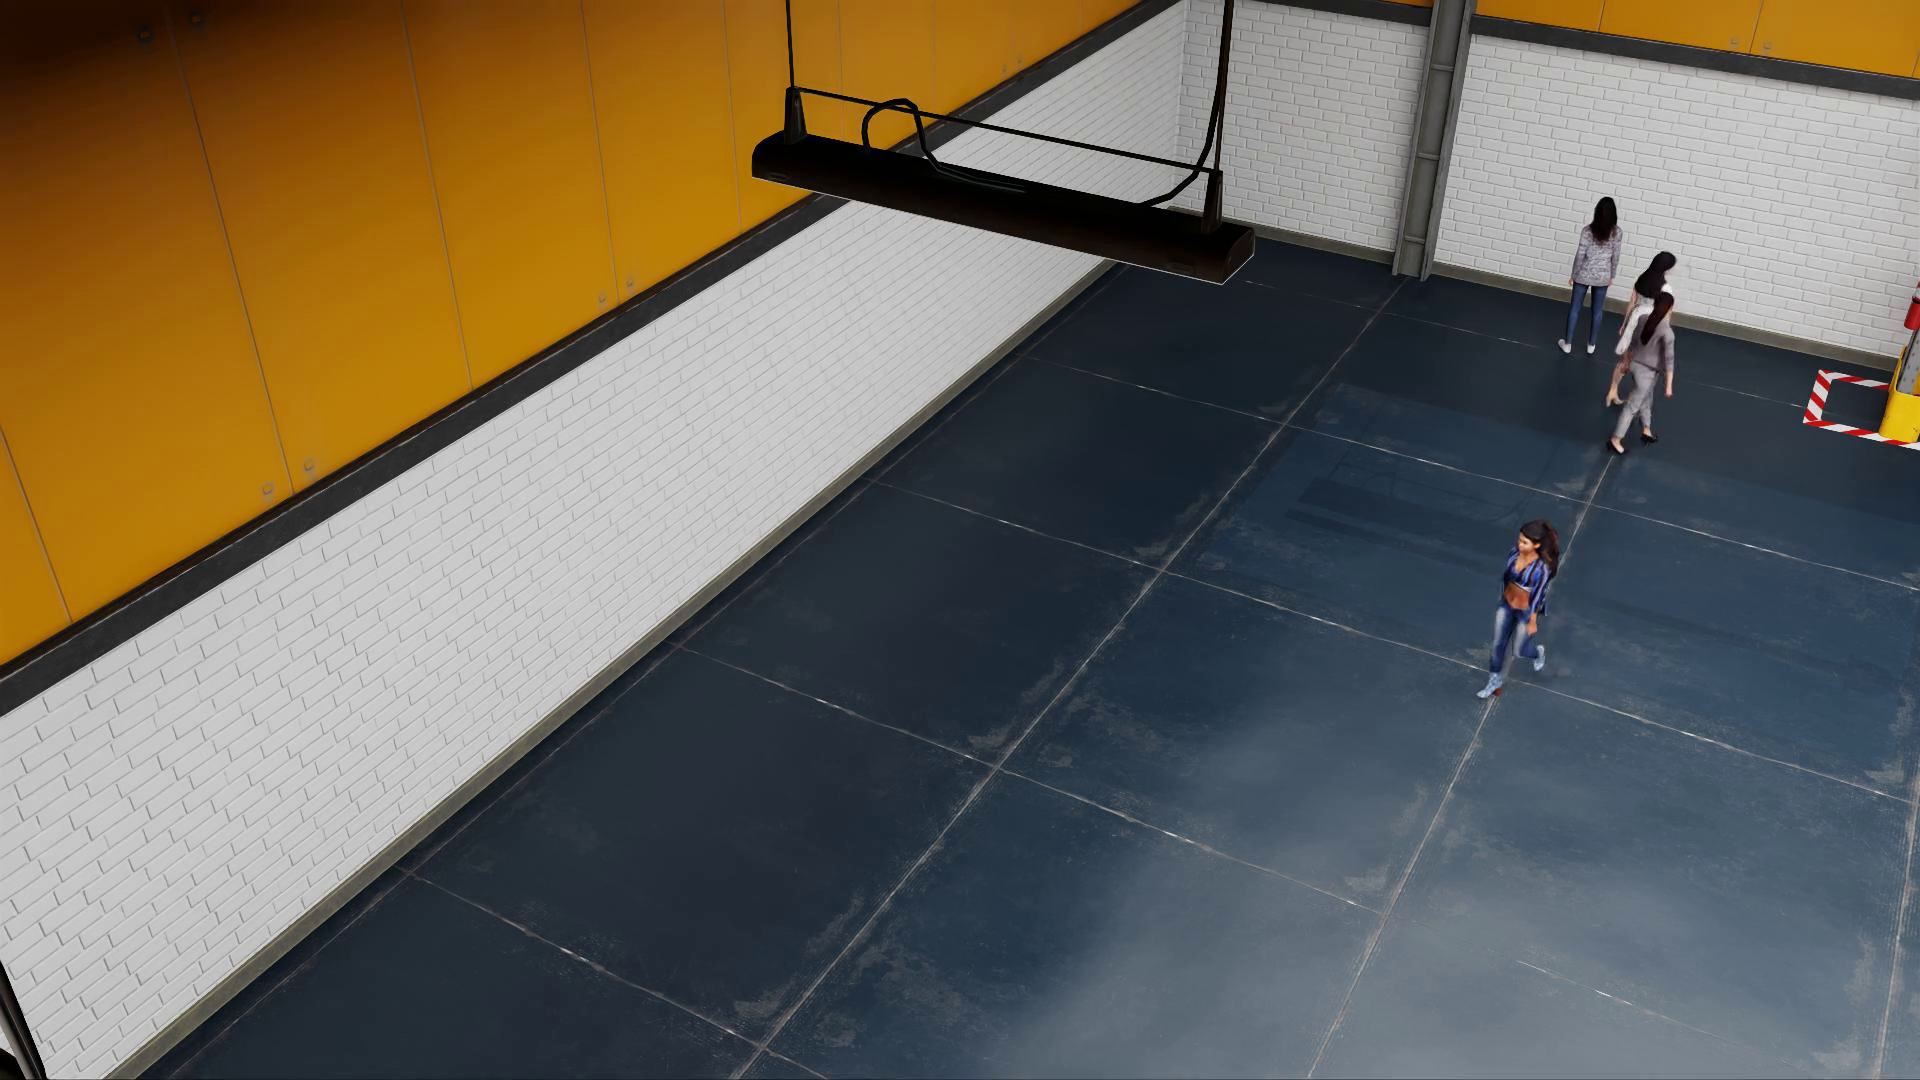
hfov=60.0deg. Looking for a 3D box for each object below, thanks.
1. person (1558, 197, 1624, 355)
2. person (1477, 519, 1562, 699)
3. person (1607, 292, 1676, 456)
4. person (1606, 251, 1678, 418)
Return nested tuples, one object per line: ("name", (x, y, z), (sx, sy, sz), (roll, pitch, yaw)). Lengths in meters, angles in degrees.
("person", (6.724, -2.811, 17.681), (0.593, 1.734, 0.741), (4, 34, 7))
("person", (4.341, 0.536, 12.763), (0.917, 1.605, 0.923), (-17, 37, -24))
("person", (6.451, -1.560, 15.881), (1.057, 1.642, 0.997), (-6, 34, -9))
("person", (6.781, -2.004, 16.444), (0.854, 1.759, 0.756), (-25, 41, -32))
